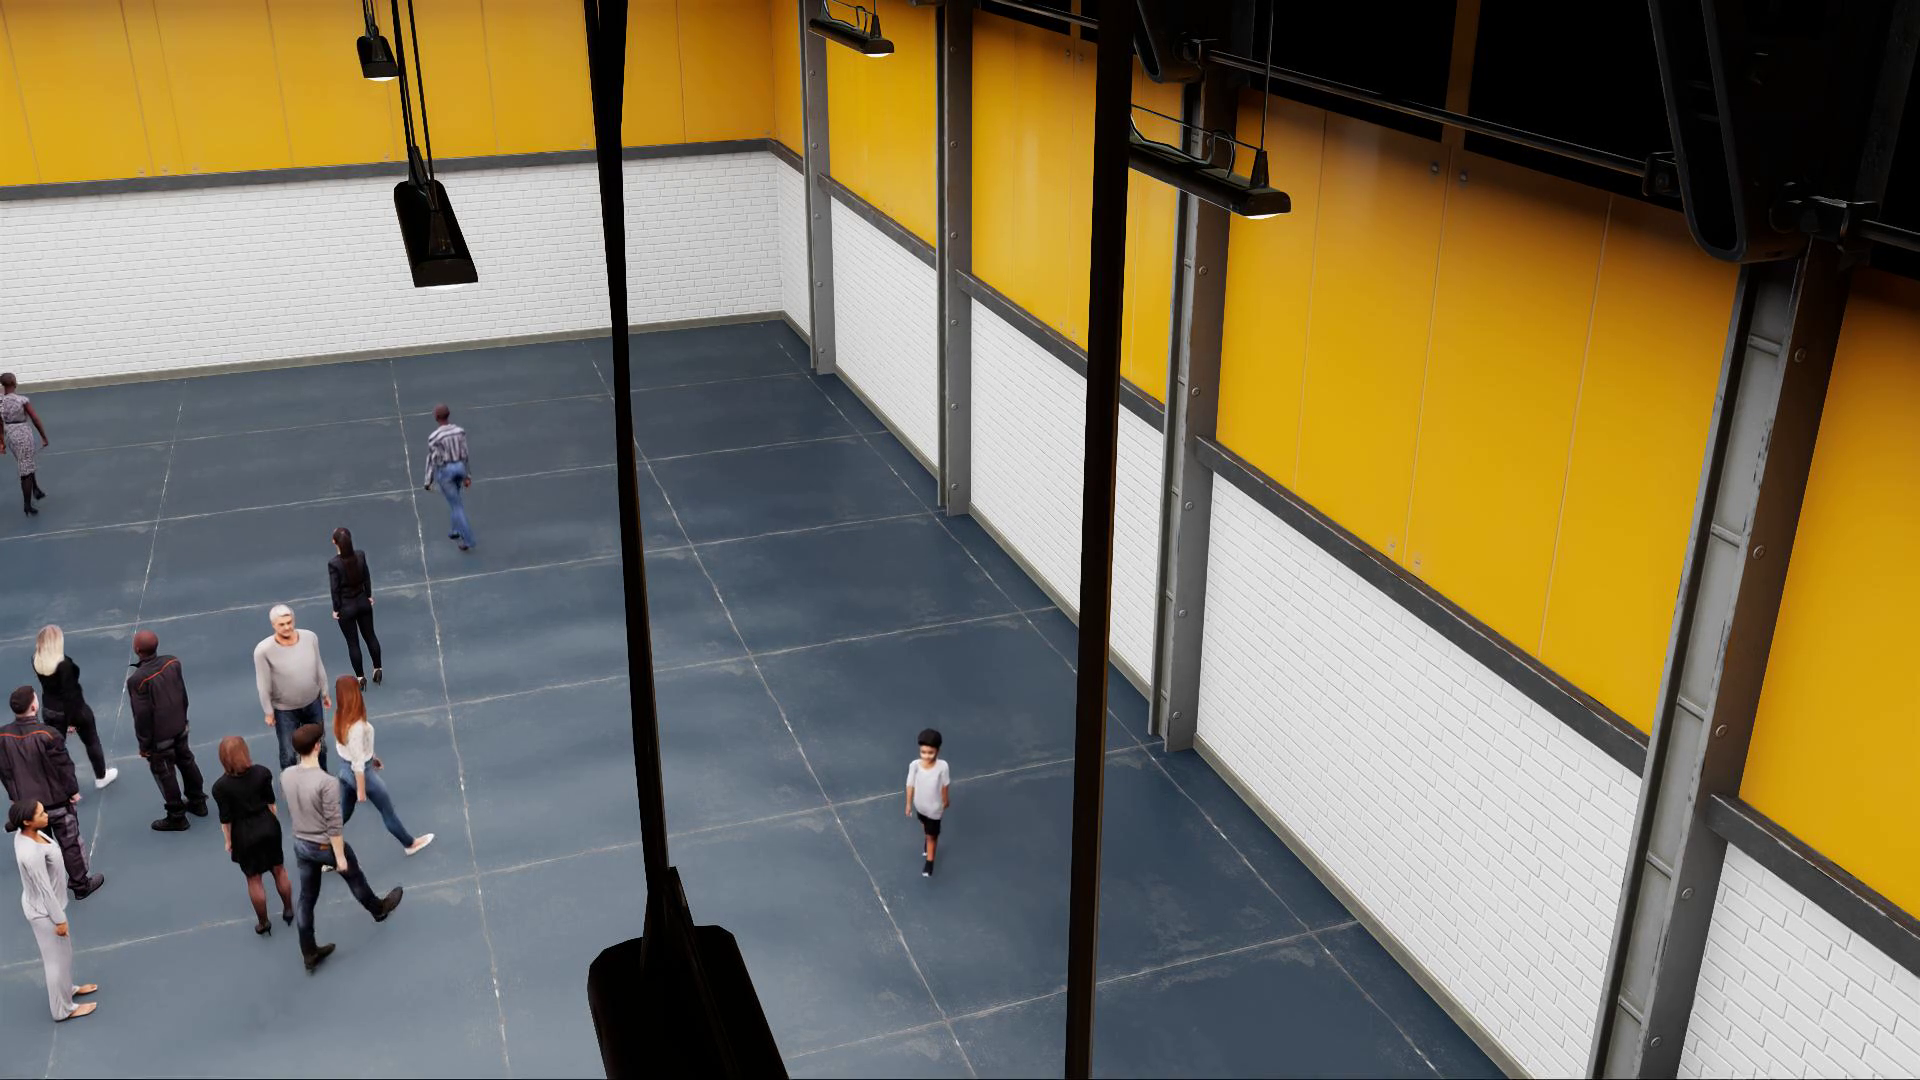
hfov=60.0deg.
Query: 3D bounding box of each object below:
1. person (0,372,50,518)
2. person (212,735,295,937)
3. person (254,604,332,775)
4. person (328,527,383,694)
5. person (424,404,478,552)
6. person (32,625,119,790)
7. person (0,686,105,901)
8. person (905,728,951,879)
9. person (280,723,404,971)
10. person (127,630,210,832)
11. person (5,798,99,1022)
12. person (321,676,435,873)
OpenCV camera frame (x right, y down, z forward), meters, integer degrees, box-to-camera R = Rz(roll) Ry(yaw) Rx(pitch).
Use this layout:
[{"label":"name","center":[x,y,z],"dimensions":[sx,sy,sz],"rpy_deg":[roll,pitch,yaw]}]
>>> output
[{"label":"person","center":[-11.461,-1.128,20.211],"dimensions":[0.817,1.763,1.005],"rpy_deg":[-1,24,-2]},{"label":"person","center":[-5.337,2.236,12.589],"dimensions":[0.653,1.703,0.630],"rpy_deg":[-20,31,-38]},{"label":"person","center":[-5.687,1.397,14.254],"dimensions":[0.828,1.908,0.787],"rpy_deg":[-20,31,-39]},{"label":"person","center":[-5.894,0.661,16.182],"dimensions":[0.641,1.711,0.640],"rpy_deg":[19,30,36]},{"label":"person","center":[-5.791,-0.683,19.182],"dimensions":[0.961,1.772,0.880],"rpy_deg":[14,27,29]},{"label":"person","center":[-7.731,1.551,14.219],"dimensions":[0.992,1.653,1.188],"rpy_deg":[5,24,12]},{"label":"person","center":[-7.165,1.974,12.999],"dimensions":[0.786,1.855,0.718],"rpy_deg":[-1,24,-3]},{"label":"person","center":[-0.250,2.081,13.547],"dimensions":[0.780,1.220,0.957],"rpy_deg":[4,24,10]},{"label":"person","center":[-4.772,2.308,12.227],"dimensions":[1.155,1.863,1.261],"rpy_deg":[9,25,20]},{"label":"person","center":[-6.668,1.578,13.944],"dimensions":[0.861,1.825,0.774],"rpy_deg":[8,25,17]},{"label":"person","center":[-6.463,2.584,11.757],"dimensions":[0.724,1.733,0.558],"rpy_deg":[-14,27,-30]},{"label":"person","center":[-4.918,1.926,13.334],"dimensions":[0.928,1.675,1.136],"rpy_deg":[-18,29,-35]}]
